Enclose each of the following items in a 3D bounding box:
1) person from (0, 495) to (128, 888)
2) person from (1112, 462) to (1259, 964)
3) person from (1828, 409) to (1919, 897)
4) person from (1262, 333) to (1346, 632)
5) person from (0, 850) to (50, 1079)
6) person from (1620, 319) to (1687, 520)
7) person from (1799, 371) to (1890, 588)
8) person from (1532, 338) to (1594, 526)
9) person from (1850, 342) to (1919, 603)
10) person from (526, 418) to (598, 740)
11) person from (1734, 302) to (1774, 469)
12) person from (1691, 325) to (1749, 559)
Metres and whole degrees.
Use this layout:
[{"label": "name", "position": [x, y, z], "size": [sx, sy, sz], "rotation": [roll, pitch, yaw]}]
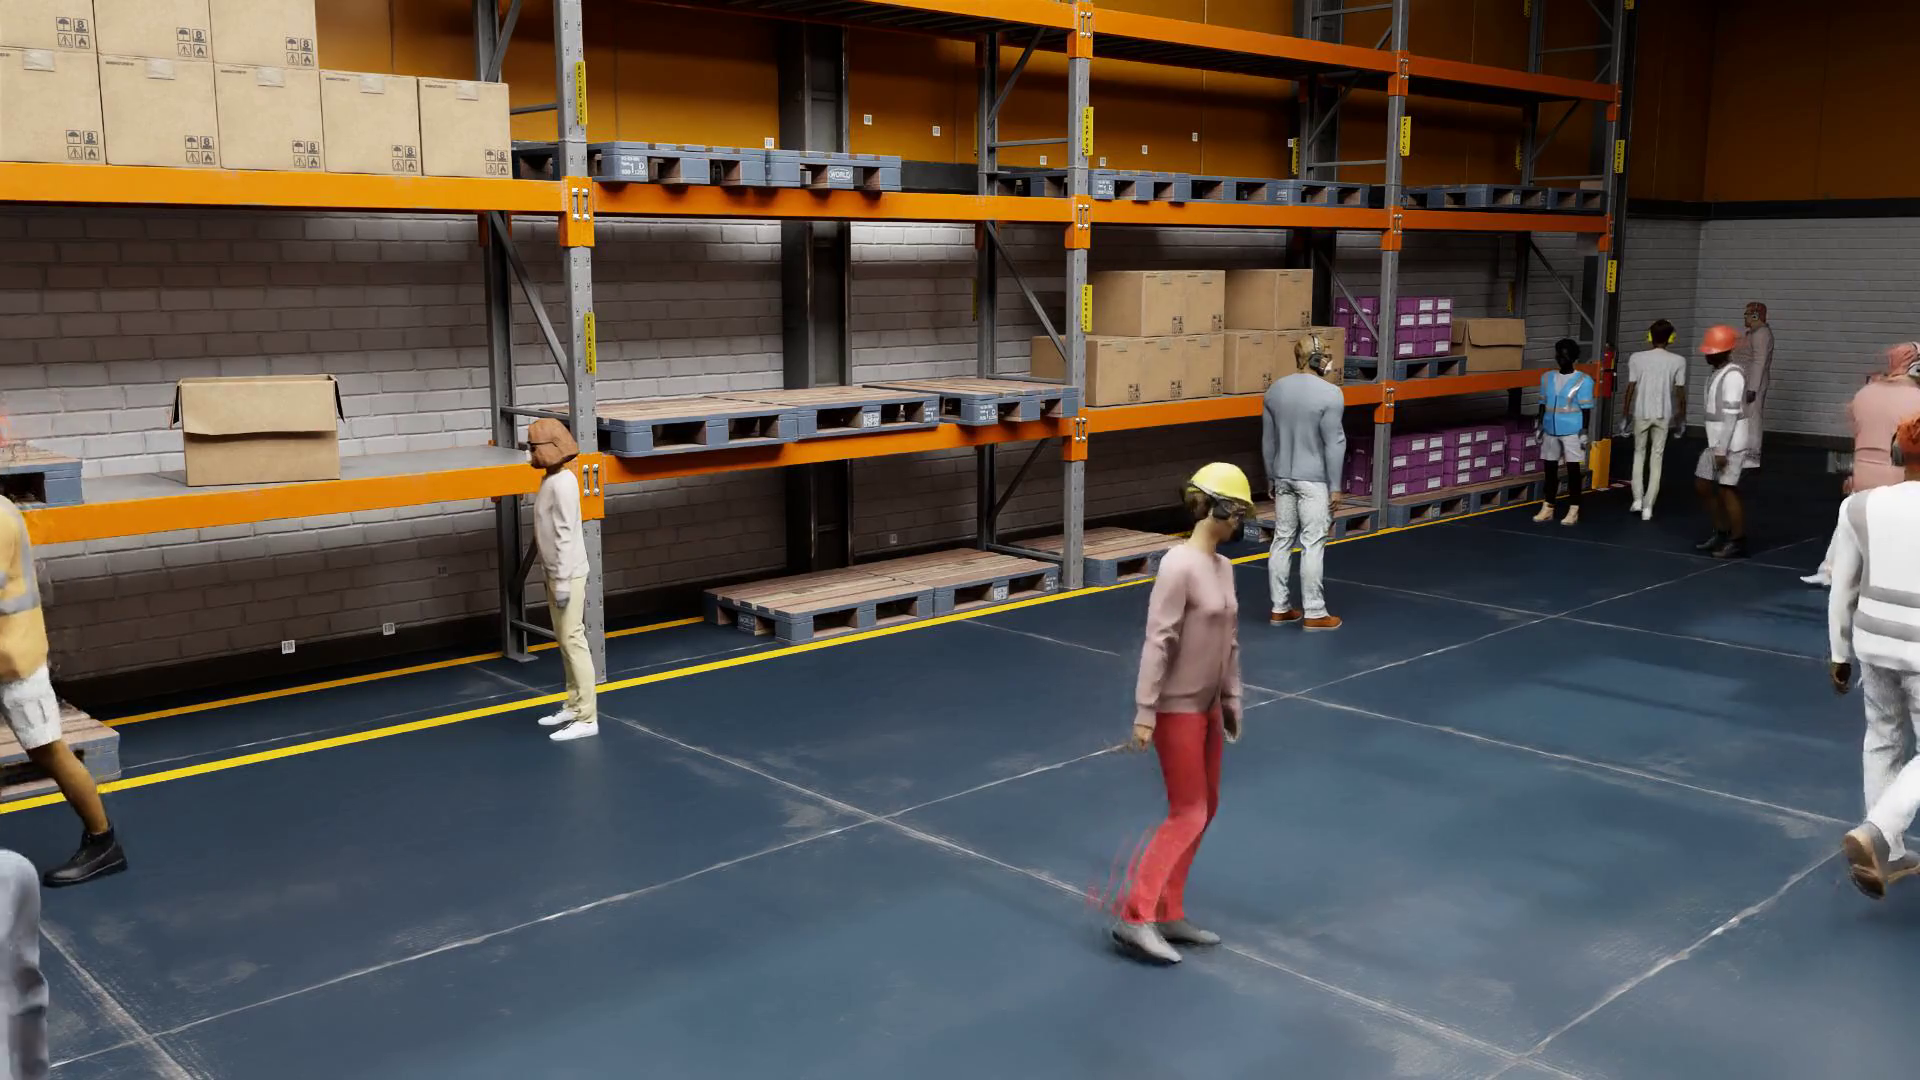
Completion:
[{"label": "person", "position": [-3.669, 0.446, 6.199], "size": [0.549, 1.883, 0.976], "rotation": [9, 14, 44]}, {"label": "person", "position": [0.815, 0.596, 5.816], "size": [0.328, 1.708, 0.610], "rotation": [6, 11, 30]}, {"label": "person", "position": [3.545, 0.440, 6.267], "size": [0.669, 1.867, 0.596], "rotation": [-7, 12, -35]}, {"label": "person", "position": [2.237, -0.374, 10.834], "size": [0.379, 1.937, 0.629], "rotation": [-7, 12, -37]}, {"label": "person", "position": [-1.849, 1.133, 3.011], "size": [0.852, 1.590, 0.507], "rotation": [8, 13, 39]}, {"label": "person", "position": [6.468, -1.128, 15.499], "size": [0.562, 1.844, 0.687], "rotation": [4, 11, 25]}, {"label": "person", "position": [6.506, -0.397, 11.938], "size": [0.794, 1.607, 0.521], "rotation": [-1, 10, -3]}, {"label": "person", "position": [5.474, -0.978, 15.090], "size": [0.320, 1.695, 0.537], "rotation": [-7, 12, -37]}, {"label": "person", "position": [6.058, -0.336, 10.773], "size": [0.436, 1.887, 0.640], "rotation": [-4, 10, -20]}, {"label": "person", "position": [-2.031, 0.191, 8.443], "size": [0.284, 1.626, 0.493], "rotation": [-4, 11, -23]}, {"label": "person", "position": [9.086, -1.771, 19.102], "size": [0.403, 1.906, 0.652], "rotation": [5, 11, 27]}, {"label": "person", "position": [6.111, -0.775, 13.303], "size": [0.582, 1.890, 0.560], "rotation": [1, 10, 3]}]
